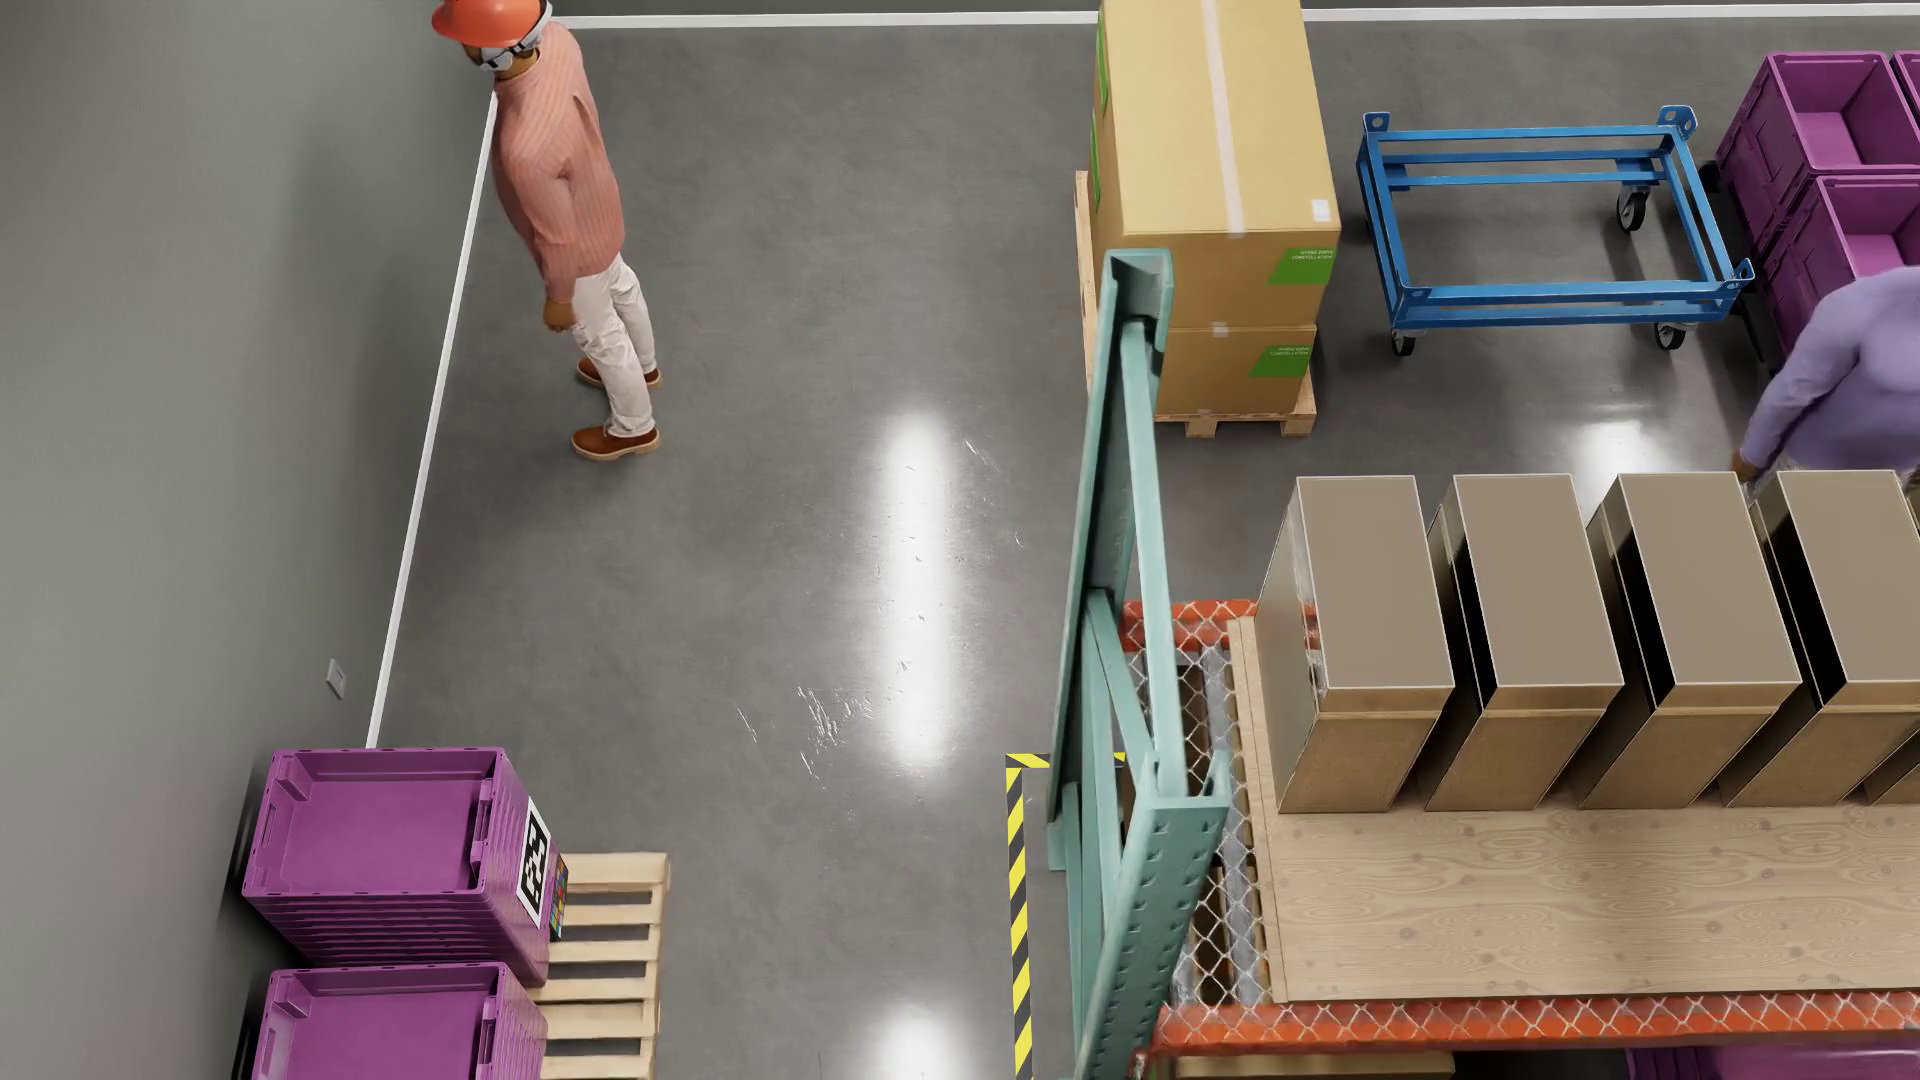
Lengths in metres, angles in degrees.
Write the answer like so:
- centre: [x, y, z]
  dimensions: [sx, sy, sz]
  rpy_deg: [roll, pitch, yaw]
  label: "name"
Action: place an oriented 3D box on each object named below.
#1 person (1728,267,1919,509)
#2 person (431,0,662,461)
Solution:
- centre: [2.572, -0.269, 4.837]
  dimensions: [0.641, 1.933, 0.373]
  rpy_deg: [0, 58, 0]
  label: "person"
- centre: [-1.249, -0.978, 5.245]
  dimensions: [0.395, 1.994, 0.612]
  rpy_deg: [1, 58, 0]
  label: "person"
